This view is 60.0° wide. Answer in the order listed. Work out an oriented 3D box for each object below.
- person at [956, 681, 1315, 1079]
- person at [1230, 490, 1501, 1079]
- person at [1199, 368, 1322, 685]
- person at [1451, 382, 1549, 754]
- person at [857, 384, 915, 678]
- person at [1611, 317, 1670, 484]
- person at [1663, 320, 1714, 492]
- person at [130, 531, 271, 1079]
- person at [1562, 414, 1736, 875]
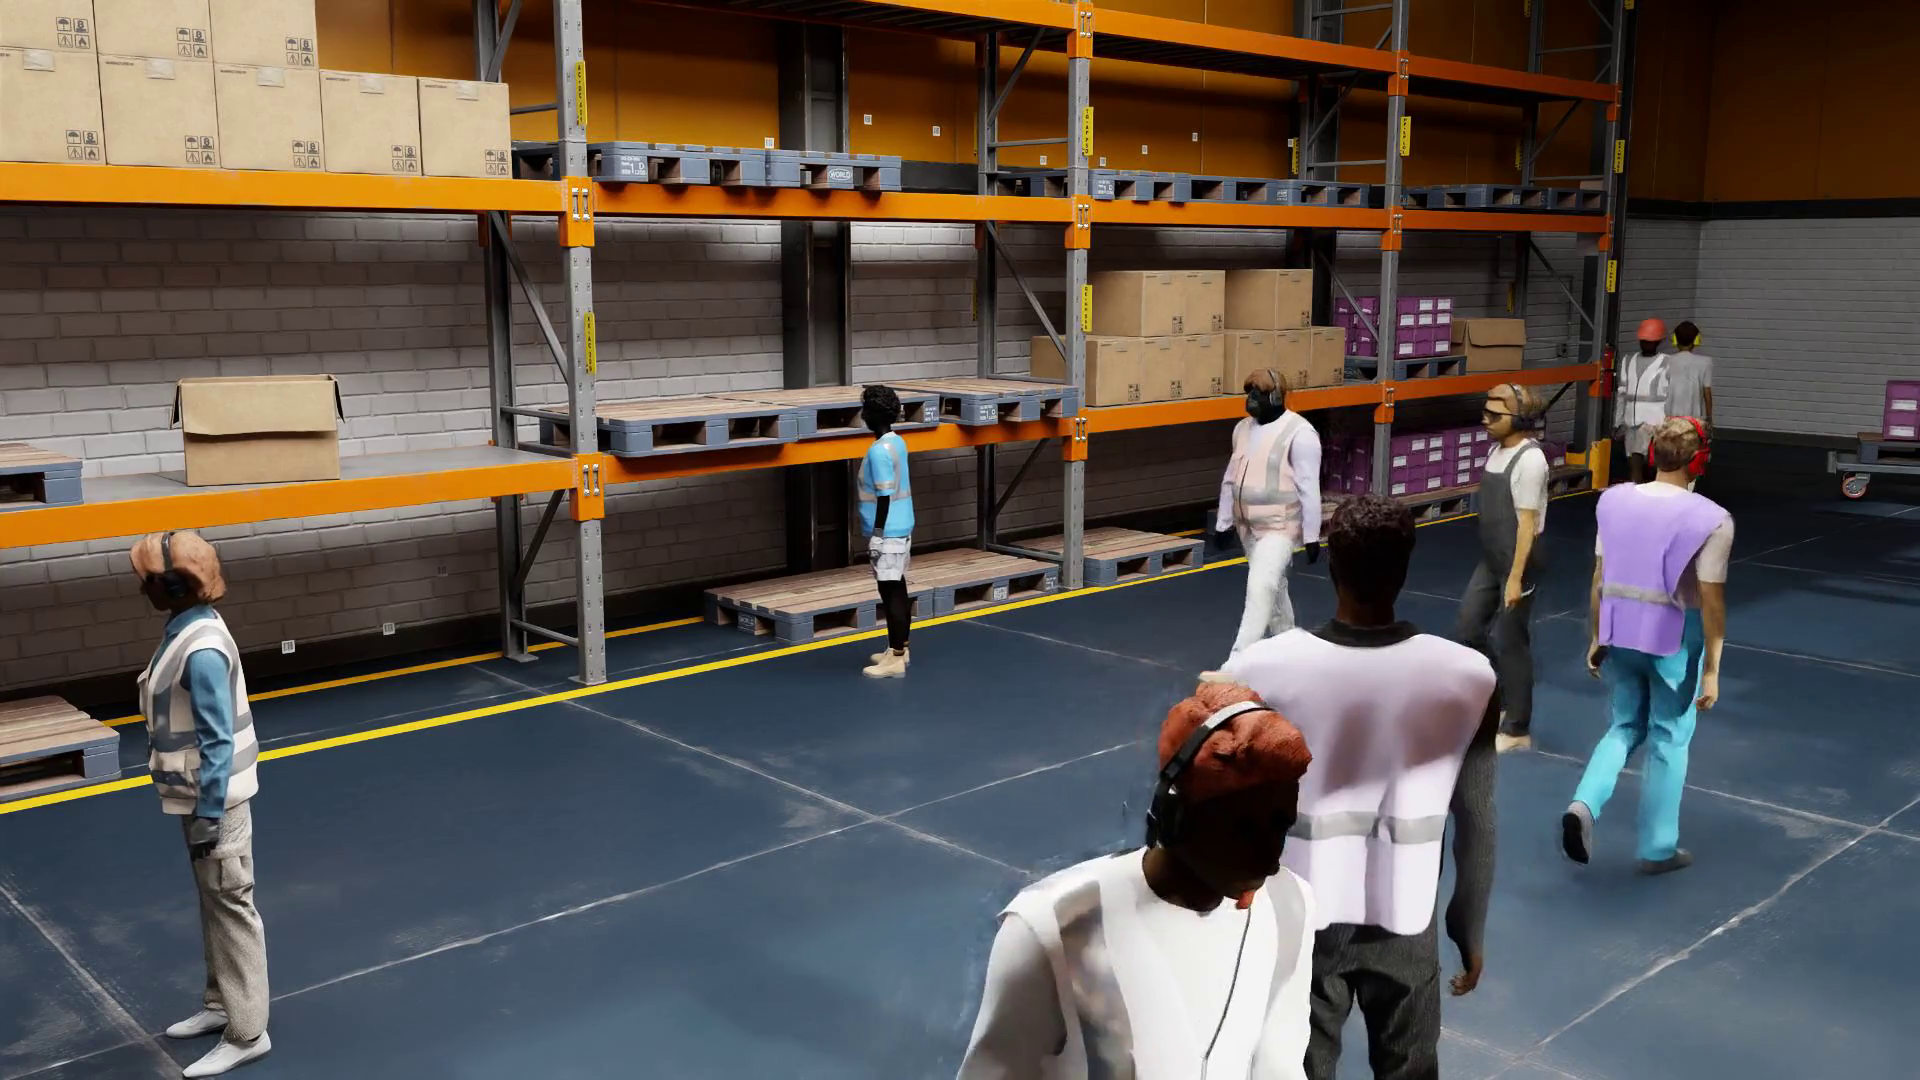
[{"bbox_3d":[0.289,1.105,2.466,0.626,1.829,0.915,-7,12,-37],"label":"person"},{"bbox_3d":[0.897,0.845,3.753,0.594,1.917,0.379,2,10,9],"label":"person"},{"bbox_3d":[1.642,-0.052,9.350,0.899,1.799,0.652,-5,11,-28],"label":"person"},{"bbox_3d":[2.649,0.148,8.108,0.410,1.830,0.524,-2,10,-12],"label":"person"},{"bbox_3d":[-0.430,-0.048,9.637,0.320,1.691,0.537,2,10,9],"label":"person"},{"bbox_3d":[6.315,-1.098,15.225,0.896,1.891,0.543,-6,11,-30],"label":"person"},{"bbox_3d":[6.517,-1.047,15.010,0.551,1.855,0.443,6,11,29],"label":"person"},{"bbox_3d":[-2.261,0.775,4.979,0.312,1.638,0.512,-6,11,-30],"label":"person"},{"bbox_3d":[2.662,0.428,6.441,0.573,1.831,0.590,-7,12,-34],"label":"person"}]
